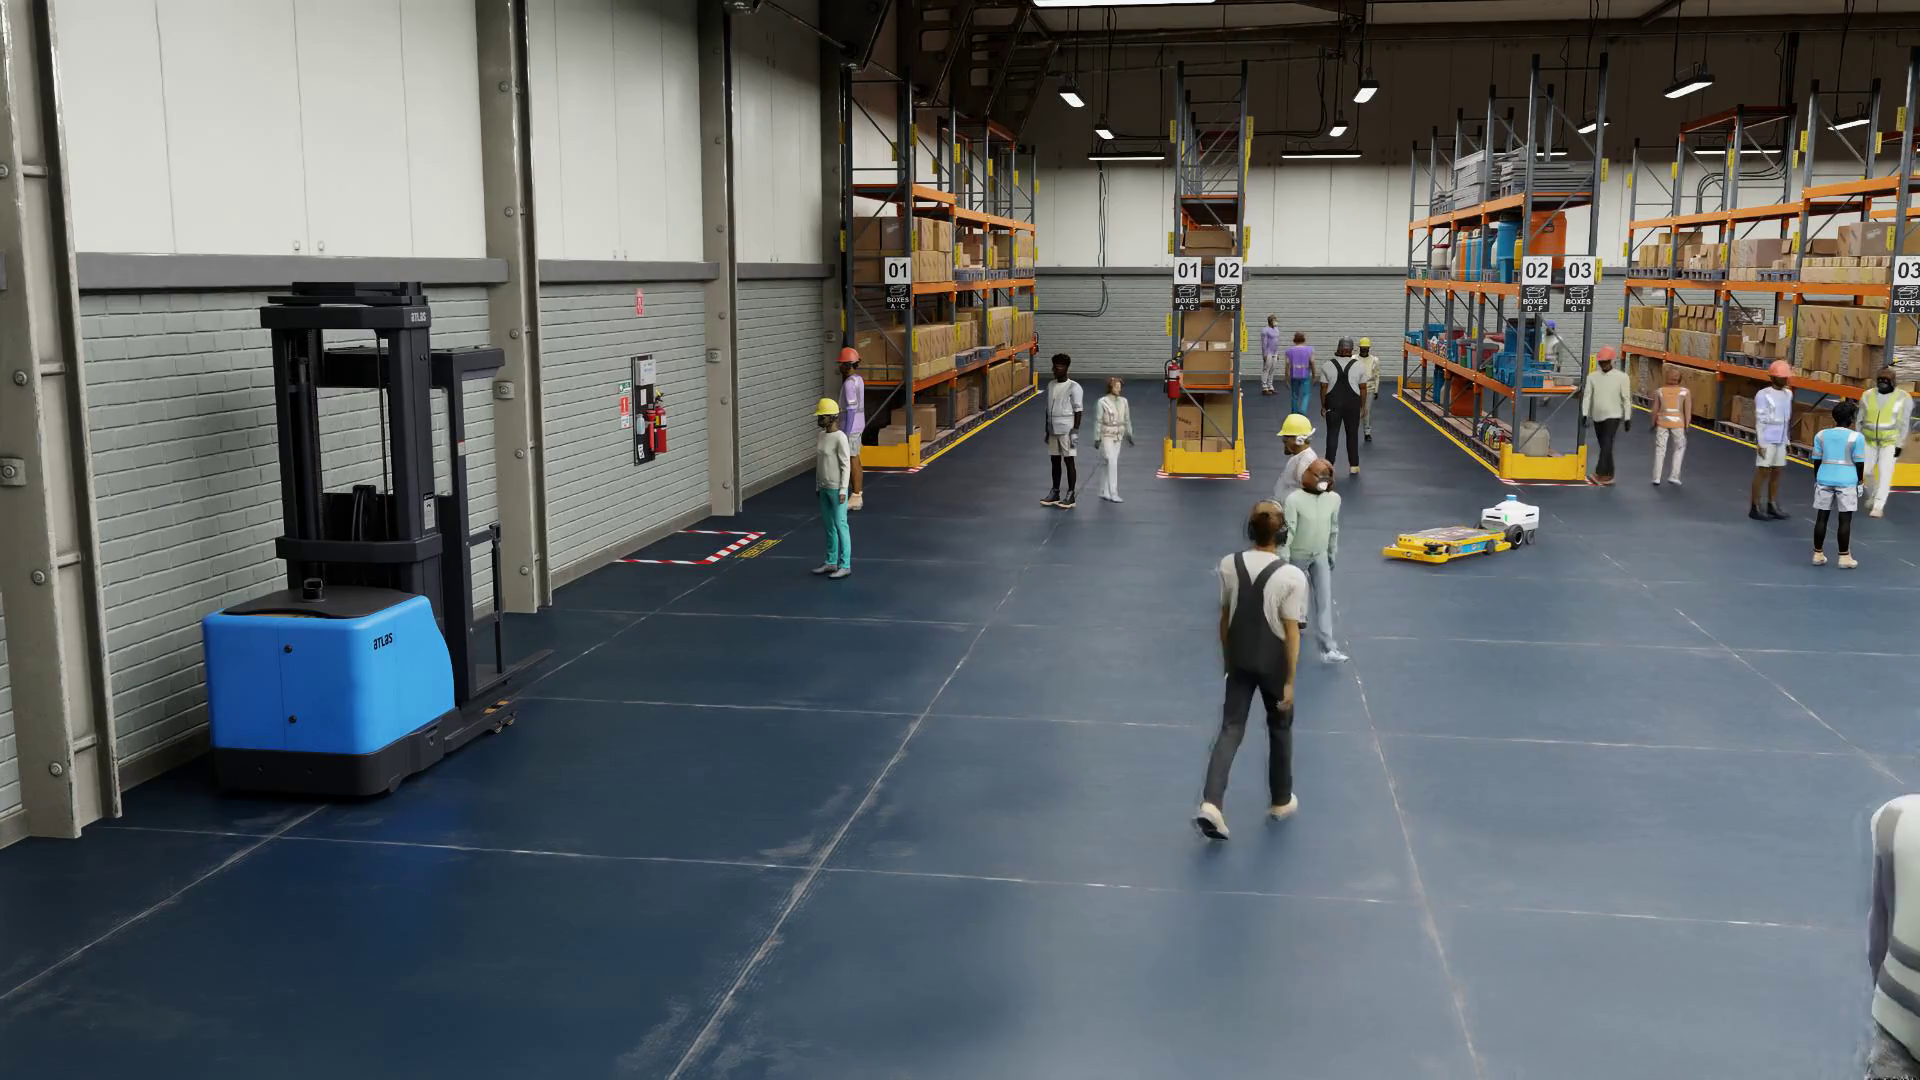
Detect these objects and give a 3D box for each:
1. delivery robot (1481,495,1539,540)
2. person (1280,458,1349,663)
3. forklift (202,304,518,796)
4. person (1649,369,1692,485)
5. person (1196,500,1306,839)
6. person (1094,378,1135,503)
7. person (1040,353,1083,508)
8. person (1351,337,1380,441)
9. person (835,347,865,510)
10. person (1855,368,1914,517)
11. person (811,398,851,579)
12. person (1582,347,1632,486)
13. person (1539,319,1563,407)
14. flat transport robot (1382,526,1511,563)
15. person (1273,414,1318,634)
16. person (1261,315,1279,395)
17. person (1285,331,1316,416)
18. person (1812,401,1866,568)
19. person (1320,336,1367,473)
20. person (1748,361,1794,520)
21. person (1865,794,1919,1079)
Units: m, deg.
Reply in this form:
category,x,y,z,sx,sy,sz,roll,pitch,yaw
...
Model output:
category,x,y,z,sx,sy,sz,roll,pitch,yaw
delivery robot,6.076,-0.255,18.349,0.707,0.478,0.477,-8,12,-40
person,2.699,0.141,12.904,0.561,1.581,0.890,-3,10,-18
forklift,-3.673,-0.038,10.147,1.129,2.768,1.873,1,9,9
person,10.003,-1.587,23.411,0.605,1.628,0.437,8,12,41
person,1.576,0.683,8.885,0.516,1.817,0.927,6,11,32
person,2.044,-1.297,21.657,0.522,1.612,0.686,-8,12,-40
person,1.297,-1.405,21.254,0.368,1.967,0.600,-8,12,-40
person,7.126,-2.670,29.460,0.590,1.837,0.404,1,9,6
person,-1.396,-1.410,21.056,0.372,2.044,0.607,1,9,5
person,11.343,-1.204,20.463,0.487,1.824,0.628,-9,13,-44
person,-1.278,-0.510,16.356,0.327,1.767,0.533,-6,11,-34
person,8.993,-1.716,23.247,1.061,1.932,0.603,-8,12,-41
person,13.175,-3.974,37.235,0.624,1.929,0.734,7,12,38
flat transport robot,5.205,0.032,17.740,1.431,0.197,0.652,-8,12,-40
person,2.817,-0.142,13.909,0.403,1.828,0.604,1,9,9
person,7.562,-4.509,40.491,0.371,1.940,0.630,8,12,41
person,6.661,-3.172,32.580,0.607,1.825,0.718,3,10,20
person,8.949,-0.570,16.949,0.320,1.692,0.531,-6,11,-34
person,5.736,-2.010,24.892,0.688,2.000,0.536,3,10,16
person,9.882,-1.208,20.198,0.574,1.925,0.405,-4,10,-22
person,2.700,1.333,4.574,0.978,1.908,0.620,-3,10,-18
